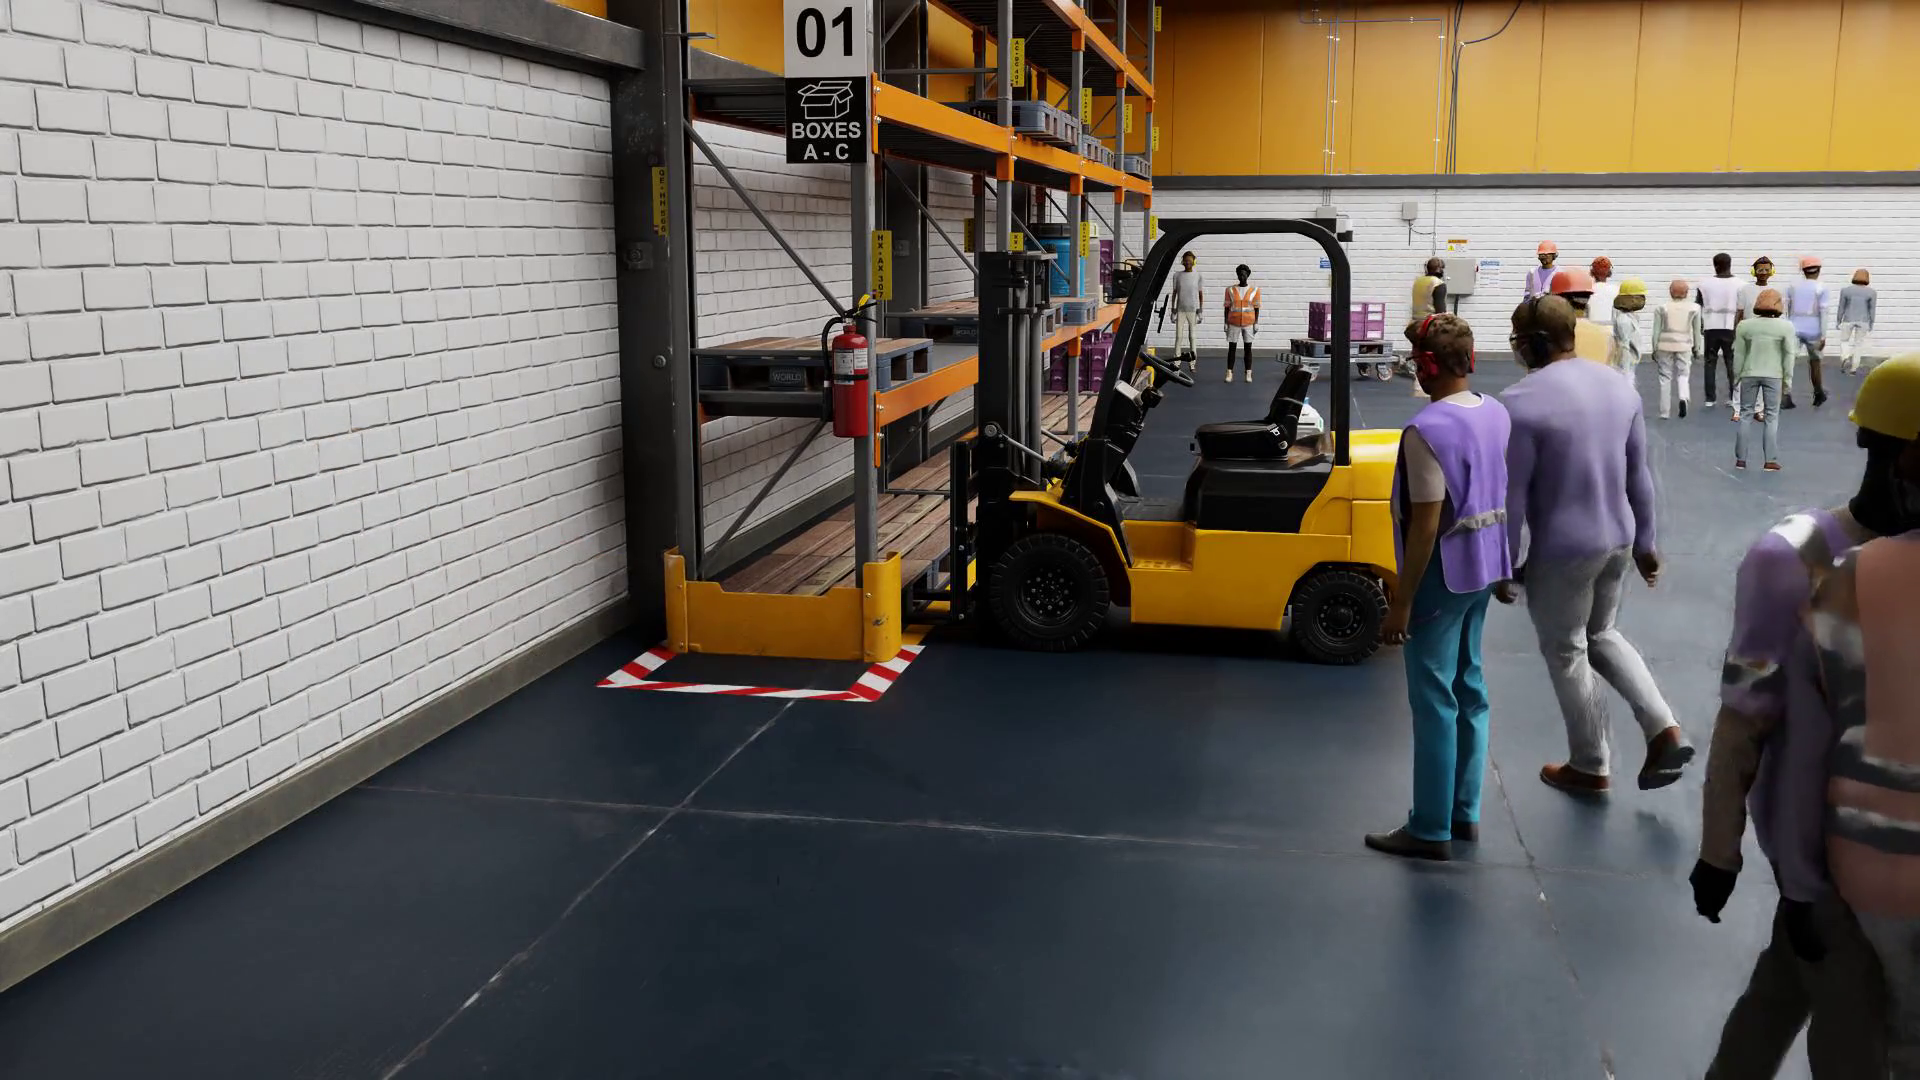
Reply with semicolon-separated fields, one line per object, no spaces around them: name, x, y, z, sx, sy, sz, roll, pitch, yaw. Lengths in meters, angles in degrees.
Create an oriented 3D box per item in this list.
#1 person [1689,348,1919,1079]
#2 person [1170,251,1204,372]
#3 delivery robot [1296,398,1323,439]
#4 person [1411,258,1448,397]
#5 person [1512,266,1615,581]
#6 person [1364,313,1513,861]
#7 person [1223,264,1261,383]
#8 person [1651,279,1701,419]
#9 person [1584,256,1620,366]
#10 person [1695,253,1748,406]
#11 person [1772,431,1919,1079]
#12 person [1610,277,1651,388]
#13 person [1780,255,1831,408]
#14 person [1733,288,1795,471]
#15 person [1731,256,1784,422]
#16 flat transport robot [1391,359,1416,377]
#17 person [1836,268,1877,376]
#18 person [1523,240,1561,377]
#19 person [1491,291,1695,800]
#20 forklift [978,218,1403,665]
person;1.818;0.574;3.241;0.597;1.874;0.955;-5;11;-25
person;3.519;-3.543;25.825;0.512;1.877;0.328;2;11;11
delivery robot;3.270;-1.118;15.891;0.477;0.478;0.707;1;10;7
person;6.225;-2.799;21.929;0.690;1.809;0.661;-3;11;-18
person;3.584;-0.662;9.915;0.571;1.909;0.648;-5;11;-26
person;1.635;0.165;5.596;0.388;1.837;0.563;10;14;43
person;4.044;-3.106;23.919;0.535;1.697;0.318;2;11;11
person;8.164;-2.164;18.975;0.522;1.623;0.487;3;11;17
person;6.777;-2.066;17.707;0.574;1.883;0.356;2;11;13
person;9.386;-2.586;20.550;0.627;1.885;0.561;4;11;21
person;1.815;0.646;3.080;0.630;1.803;0.914;9;14;41
person;5.757;-1.389;14.374;0.297;1.745;0.484;4;11;23
person;10.394;-2.548;20.414;1.066;1.868;0.544;-9;14;-40
person;7.211;-1.437;14.945;0.507;1.630;0.268;8;13;37
person;9.020;-2.265;18.834;0.512;1.872;0.328;2;11;11
flat transport robot;6.983;-2.591;25.006;0.652;0.197;1.431;0;10;0
person;13.464;-3.269;24.996;0.525;1.620;0.456;5;11;25
person;7.917;-3.032;22.562;0.605;2.044;0.375;9;13;39
person;2.278;0.054;6.049;0.661;1.893;0.682;-6;12;-30
forklift;1.285;-0.567;8.635;2.313;2.155;1.214;2;11;11
